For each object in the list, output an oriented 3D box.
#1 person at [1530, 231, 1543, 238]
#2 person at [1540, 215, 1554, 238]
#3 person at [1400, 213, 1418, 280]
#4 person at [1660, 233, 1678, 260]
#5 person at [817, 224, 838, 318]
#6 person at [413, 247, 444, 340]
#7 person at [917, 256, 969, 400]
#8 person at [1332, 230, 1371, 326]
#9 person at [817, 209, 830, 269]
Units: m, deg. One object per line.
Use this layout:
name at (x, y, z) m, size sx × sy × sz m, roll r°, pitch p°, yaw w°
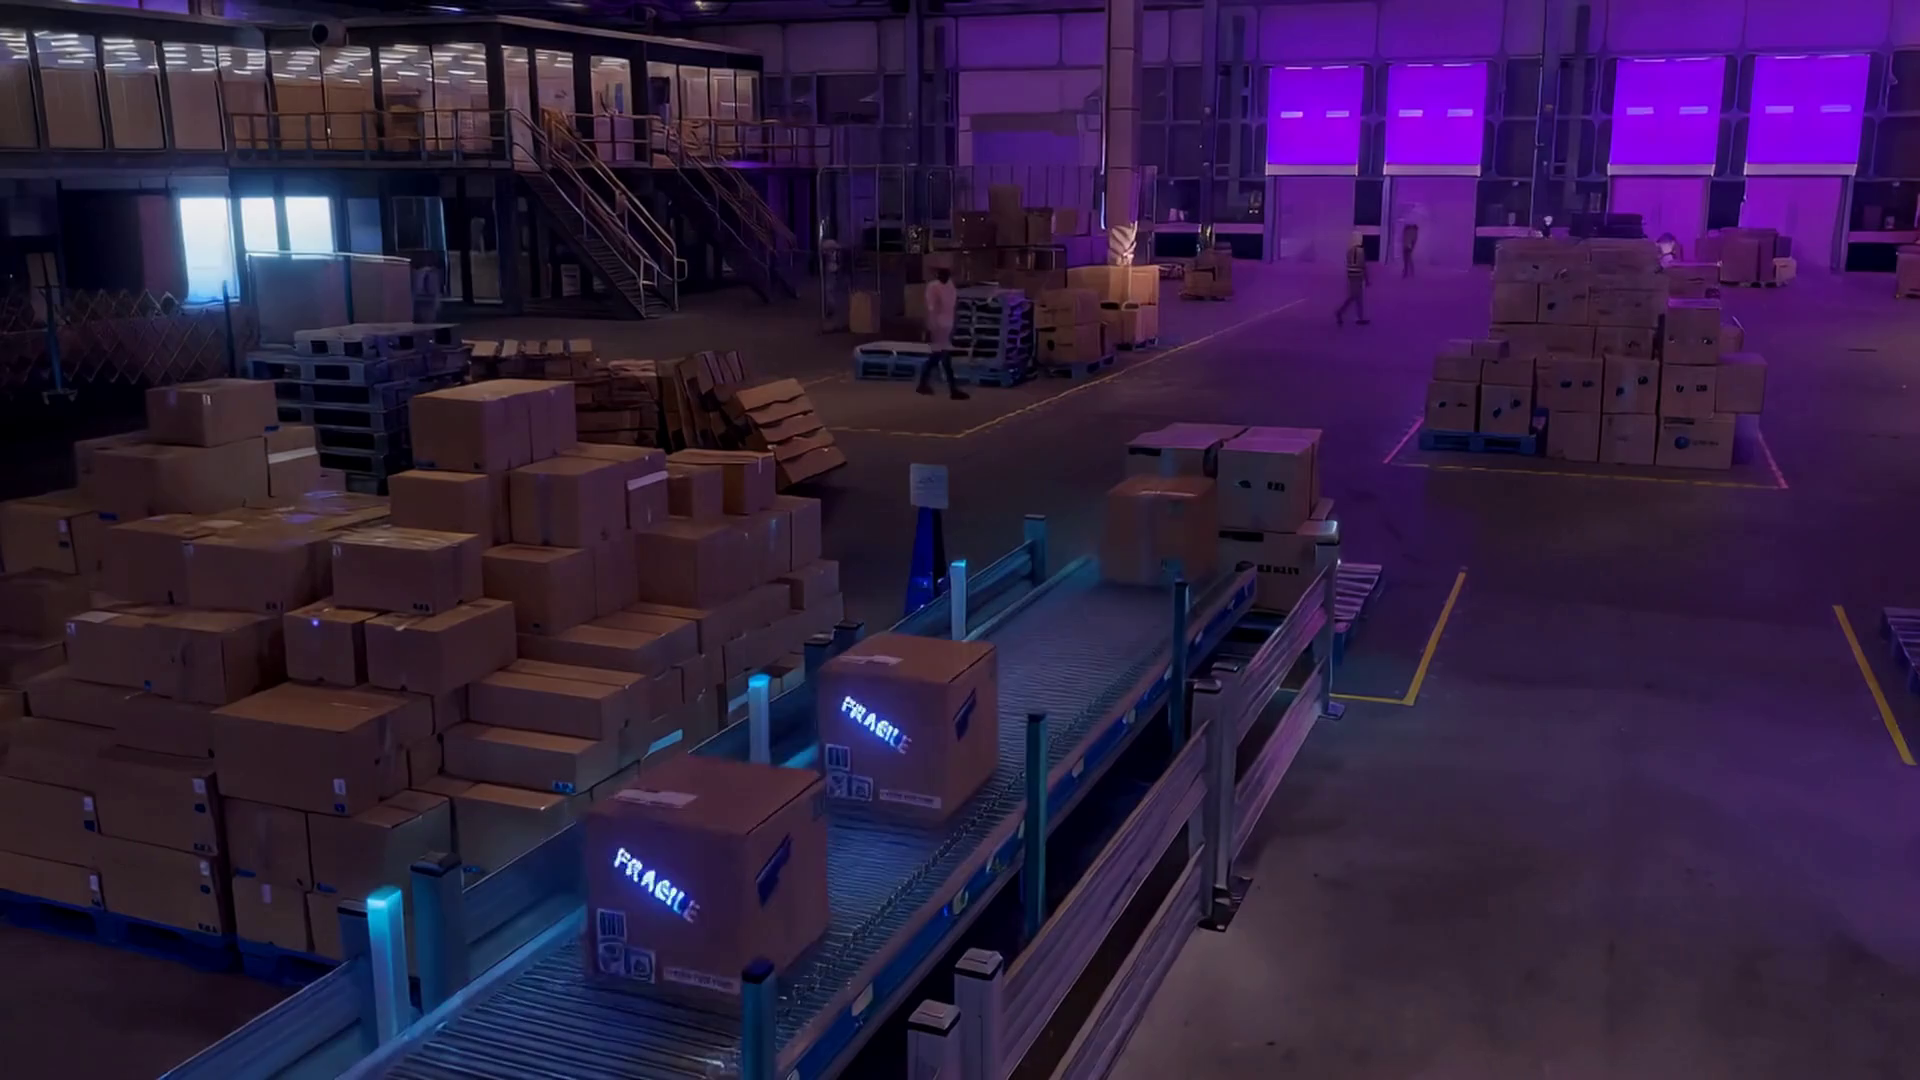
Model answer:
person at (10.438, -4.614, 30.100) m, size 0.984 × 1.886 × 0.637 m, roll -1°, pitch 13°, yaw -5°
person at (15.420, -7.622, 43.776) m, size 0.520 × 1.817 × 0.962 m, roll -12°, pitch 17°, yaw -43°
person at (12.245, -8.009, 45.505) m, size 0.465 × 1.820 × 0.650 m, roll -3°, pitch 13°, yaw -14°
person at (12.252, -4.369, 28.936) m, size 0.369 × 1.929 × 0.542 m, roll 3°, pitch 13°, yaw 13°
person at (-2.703, -5.510, 34.109) m, size 0.393 × 1.911 × 0.589 m, roll 6°, pitch 14°, yaw 26°
person at (-7.961, -3.436, 24.905) m, size 0.401 × 1.868 × 0.577 m, roll -11°, pitch 16°, yaw -39°
person at (-0.262, -2.835, 22.151) m, size 0.976 × 1.895 × 0.559 m, roll 11°, pitch 17°, yaw 40°
person at (7.620, -5.071, 32.230) m, size 0.802 × 1.865 × 0.579 m, roll -2°, pitch 13°, yaw -10°
person at (-4.205, -9.180, 50.718) m, size 0.508 × 1.838 × 0.339 m, roll -9°, pitch 15°, yaw -34°
